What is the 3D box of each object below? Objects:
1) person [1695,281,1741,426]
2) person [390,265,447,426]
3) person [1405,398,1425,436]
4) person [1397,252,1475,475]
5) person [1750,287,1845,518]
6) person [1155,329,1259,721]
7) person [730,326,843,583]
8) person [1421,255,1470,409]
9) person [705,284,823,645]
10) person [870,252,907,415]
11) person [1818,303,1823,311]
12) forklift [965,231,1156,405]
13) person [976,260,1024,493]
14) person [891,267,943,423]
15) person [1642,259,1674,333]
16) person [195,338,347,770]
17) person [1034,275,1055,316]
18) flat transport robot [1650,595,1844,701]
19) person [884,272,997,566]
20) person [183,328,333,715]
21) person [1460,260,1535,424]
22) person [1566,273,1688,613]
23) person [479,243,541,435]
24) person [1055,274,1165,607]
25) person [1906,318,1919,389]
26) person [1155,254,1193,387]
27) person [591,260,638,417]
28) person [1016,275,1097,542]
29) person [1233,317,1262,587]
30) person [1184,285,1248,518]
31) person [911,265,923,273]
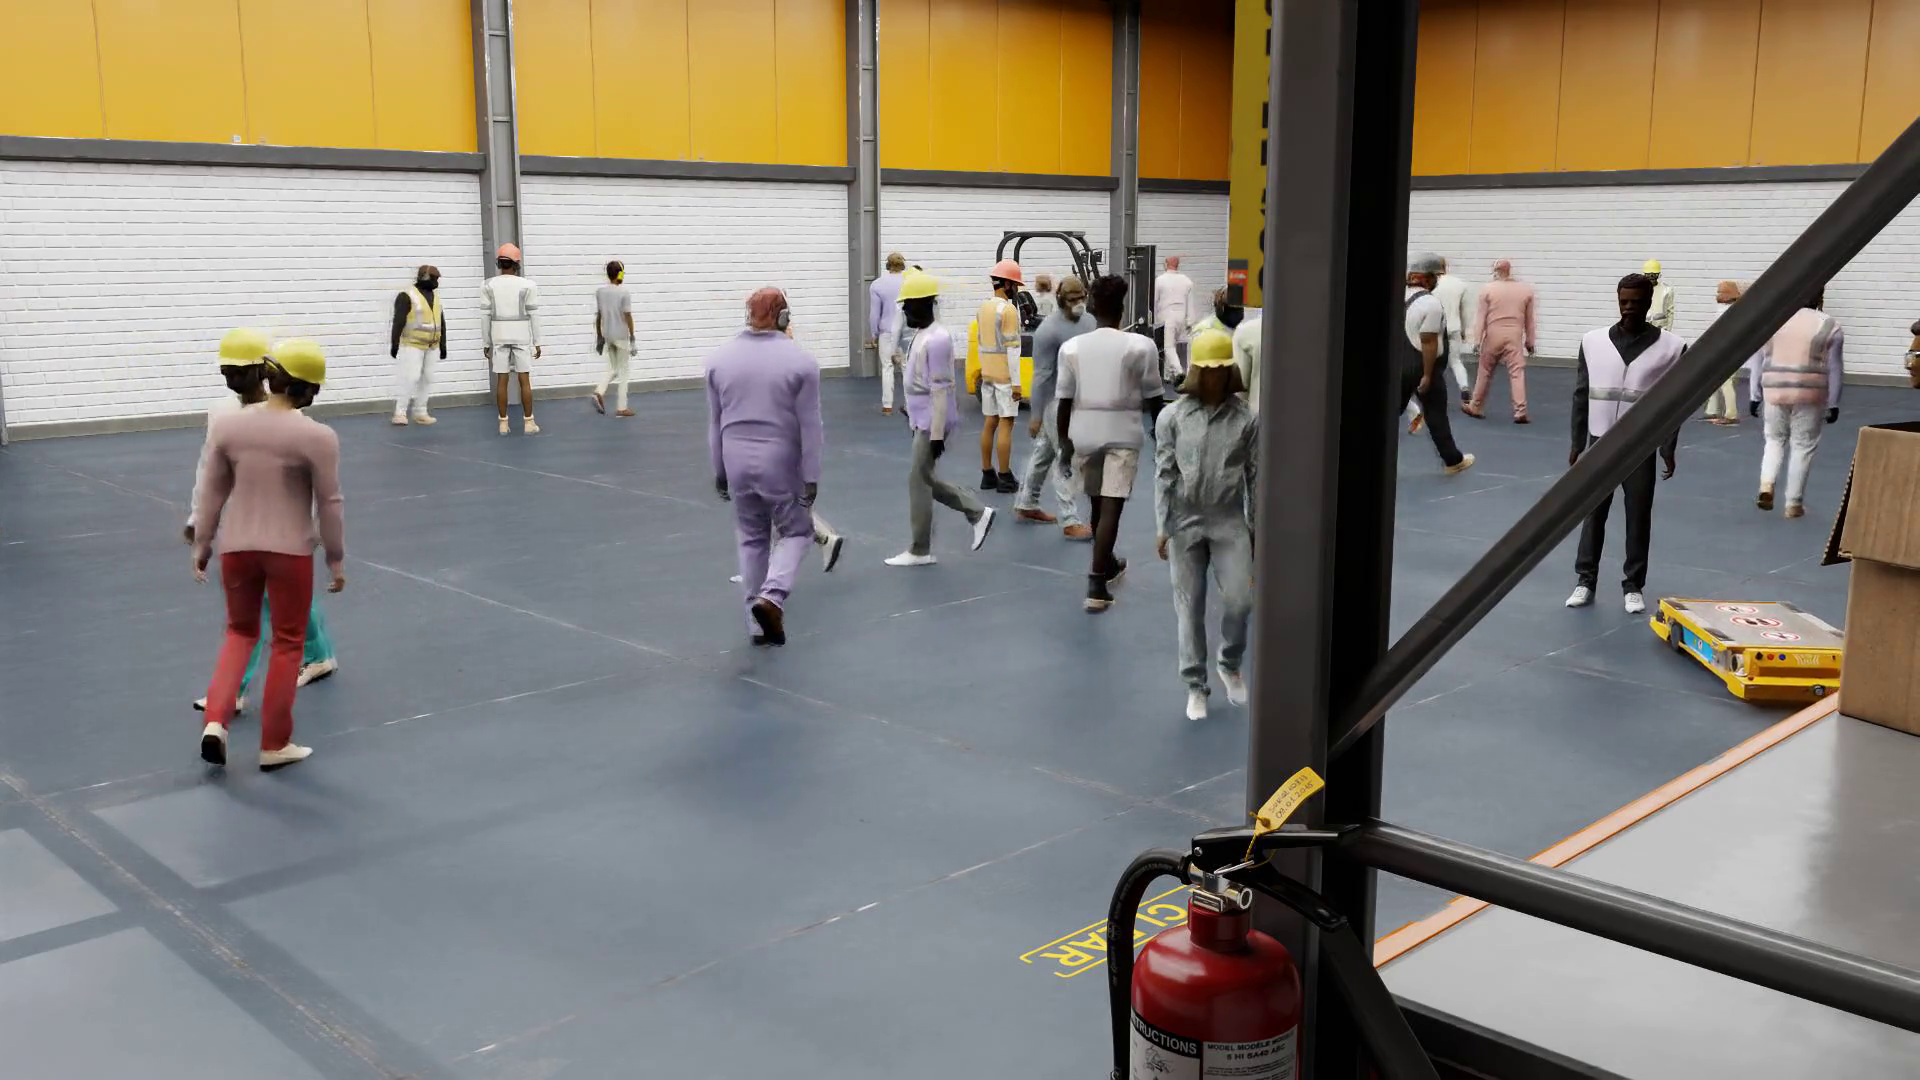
[{"bbox_3d":[8.533,-2.102,18.759,0.620,1.611,0.513,9,13,39],"label":"person"},{"bbox_3d":[-6.076,-2.196,18.772,0.462,1.804,0.658,5,12,27],"label":"person"},{"bbox_3d":[4.591,-1.976,17.446,0.878,1.861,0.588,-4,11,-23],"label":"person"},{"bbox_3d":[4.082,-1.569,14.698,1.019,2.000,0.683,-5,12,-25],"label":"person"},{"bbox_3d":[6.320,-1.070,12.564,0.647,1.824,0.444,9,14,42],"label":"person"},{"bbox_3d":[1.093,-0.054,7.301,0.489,1.731,0.355,1,10,5],"label":"person"},{"bbox_3d":[-1.082,-0.528,10.152,0.612,1.620,0.524,1,10,8],"label":"person"},{"bbox_3d":[5.930,-2.516,20.244,0.692,1.907,0.855,-3,11,-14],"label":"person"},{"bbox_3d":[-1.009,-0.361,8.542,0.641,1.885,0.548,3,11,15],"label":"person"},{"bbox_3d":[-0.757,-2.446,19.761,0.635,1.936,0.354,-2,11,-10],"label":"person"},{"bbox_3d":[11.977,-3.121,23.644,0.532,1.865,0.310,7,13,35],"label":"person"},{"bbox_3d":[1.222,-2.721,20.561,2.313,2.155,1.214,2,11,13],"label":"forklift"},{"bbox_3d":[0.362,-1.357,13.852,0.368,1.929,0.542,-6,12,-30],"label":"person"},{"bbox_3d":[-0.501,-2.149,18.592,0.603,1.766,0.966,-7,12,-33],"label":"person"},{"bbox_3d":[8.921,-2.717,21.556,0.590,1.826,0.403,3,11,14],"label":"person"},{"bbox_3d":[-2.754,0.063,6.660,0.565,1.722,0.564,1,10,6],"label":"person"},{"bbox_3d":[1.176,-2.675,21.894,0.522,1.626,0.519,0,10,3],"label":"person"},{"bbox_3d":[3.948,0.513,8.178,0.652,0.197,1.431,1,10,6],"label":"flat transport robot"},{"bbox_3d":[-0.133,-0.774,10.755,0.677,1.904,0.583,-2,11,-10],"label":"person"},{"bbox_3d":[-3.210,-0.098,7.550,0.539,1.719,0.899,5,11,25],"label":"person"},{"bbox_3d":[6.242,-2.280,19.147,0.735,1.840,1.012,-1,10,-3],"label":"person"},{"bbox_3d":[3.782,-0.549,9.472,0.587,1.920,0.386,6,12,28],"label":"person"},{"bbox_3d":[-4.802,-2.143,17.824,0.611,2.040,0.385,-1,10,-6],"label":"person"},{"bbox_3d":[0.880,-0.591,9.740,0.622,1.914,1.024,5,12,26],"label":"person"},{"bbox_3d":[3.517,0.116,6.020,0.541,1.861,0.327,-9,14,-42],"label":"person"},{"bbox_3d":[3.028,-3.123,23.662,0.640,1.869,0.920,-5,12,-27],"label":"person"},{"bbox_3d":[-4.057,-2.341,19.466,0.512,1.846,0.501,6,12,30],"label":"person"},{"bbox_3d":[0.685,-0.955,11.889,0.916,1.871,0.684,7,13,35],"label":"person"},{"bbox_3d":[1.930,-0.685,10.008,0.607,1.995,0.351,1,10,8],"label":"person"},{"bbox_3d":[1.922,-0.946,12.029,0.954,1.780,0.675,9,13,39],"label":"person"},{"bbox_3d":[-0.654,-3.225,24.687,0.531,1.694,0.320,4,11,19],"label":"person"}]
